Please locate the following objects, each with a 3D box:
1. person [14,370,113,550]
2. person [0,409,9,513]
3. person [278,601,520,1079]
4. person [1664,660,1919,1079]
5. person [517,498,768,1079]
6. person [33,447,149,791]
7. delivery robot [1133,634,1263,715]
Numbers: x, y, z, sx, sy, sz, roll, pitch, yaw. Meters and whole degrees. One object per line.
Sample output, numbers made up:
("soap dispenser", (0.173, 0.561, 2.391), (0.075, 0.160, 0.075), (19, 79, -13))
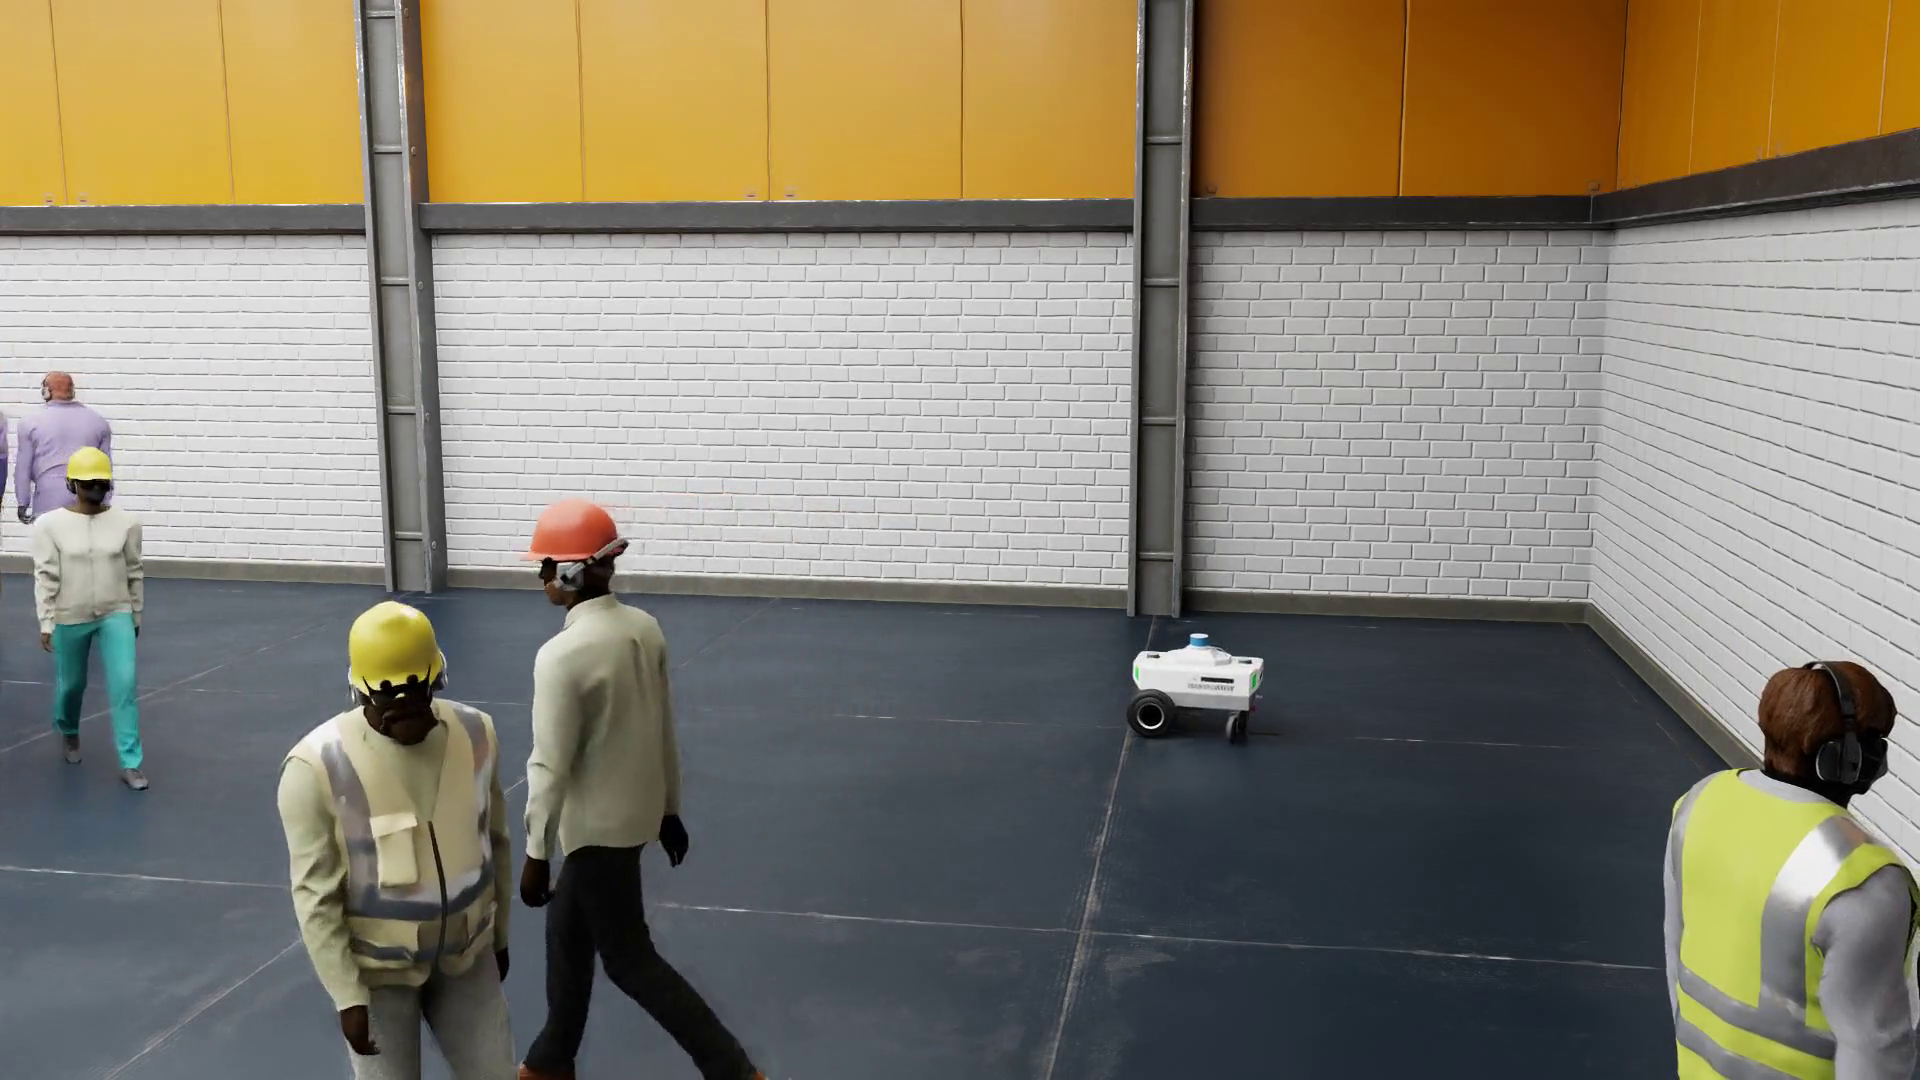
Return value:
("person", (-6.514, -0.294, 12.180), (0.619, 1.874, 0.685), (8, 12, 42))
("person", (-7.045, -0.299, 11.756), (0.588, 2.019, 0.614), (8, 12, 41))
("person", (-1.357, 1.037, 4.158), (0.606, 1.807, 0.467), (-8, 12, -42))
("person", (1.687, 1.147, 3.390), (0.430, 1.845, 0.624), (-1, 9, -9))
("person", (-0.995, 0.839, 4.996), (1.005, 1.946, 0.605), (2, 9, 12))
("person", (-4.453, 0.370, 8.513), (0.526, 1.731, 0.849), (-7, 12, -38))
("delivery robot", (1.345, 0.772, 9.370), (0.707, 0.478, 0.477), (2, 9, 14))
